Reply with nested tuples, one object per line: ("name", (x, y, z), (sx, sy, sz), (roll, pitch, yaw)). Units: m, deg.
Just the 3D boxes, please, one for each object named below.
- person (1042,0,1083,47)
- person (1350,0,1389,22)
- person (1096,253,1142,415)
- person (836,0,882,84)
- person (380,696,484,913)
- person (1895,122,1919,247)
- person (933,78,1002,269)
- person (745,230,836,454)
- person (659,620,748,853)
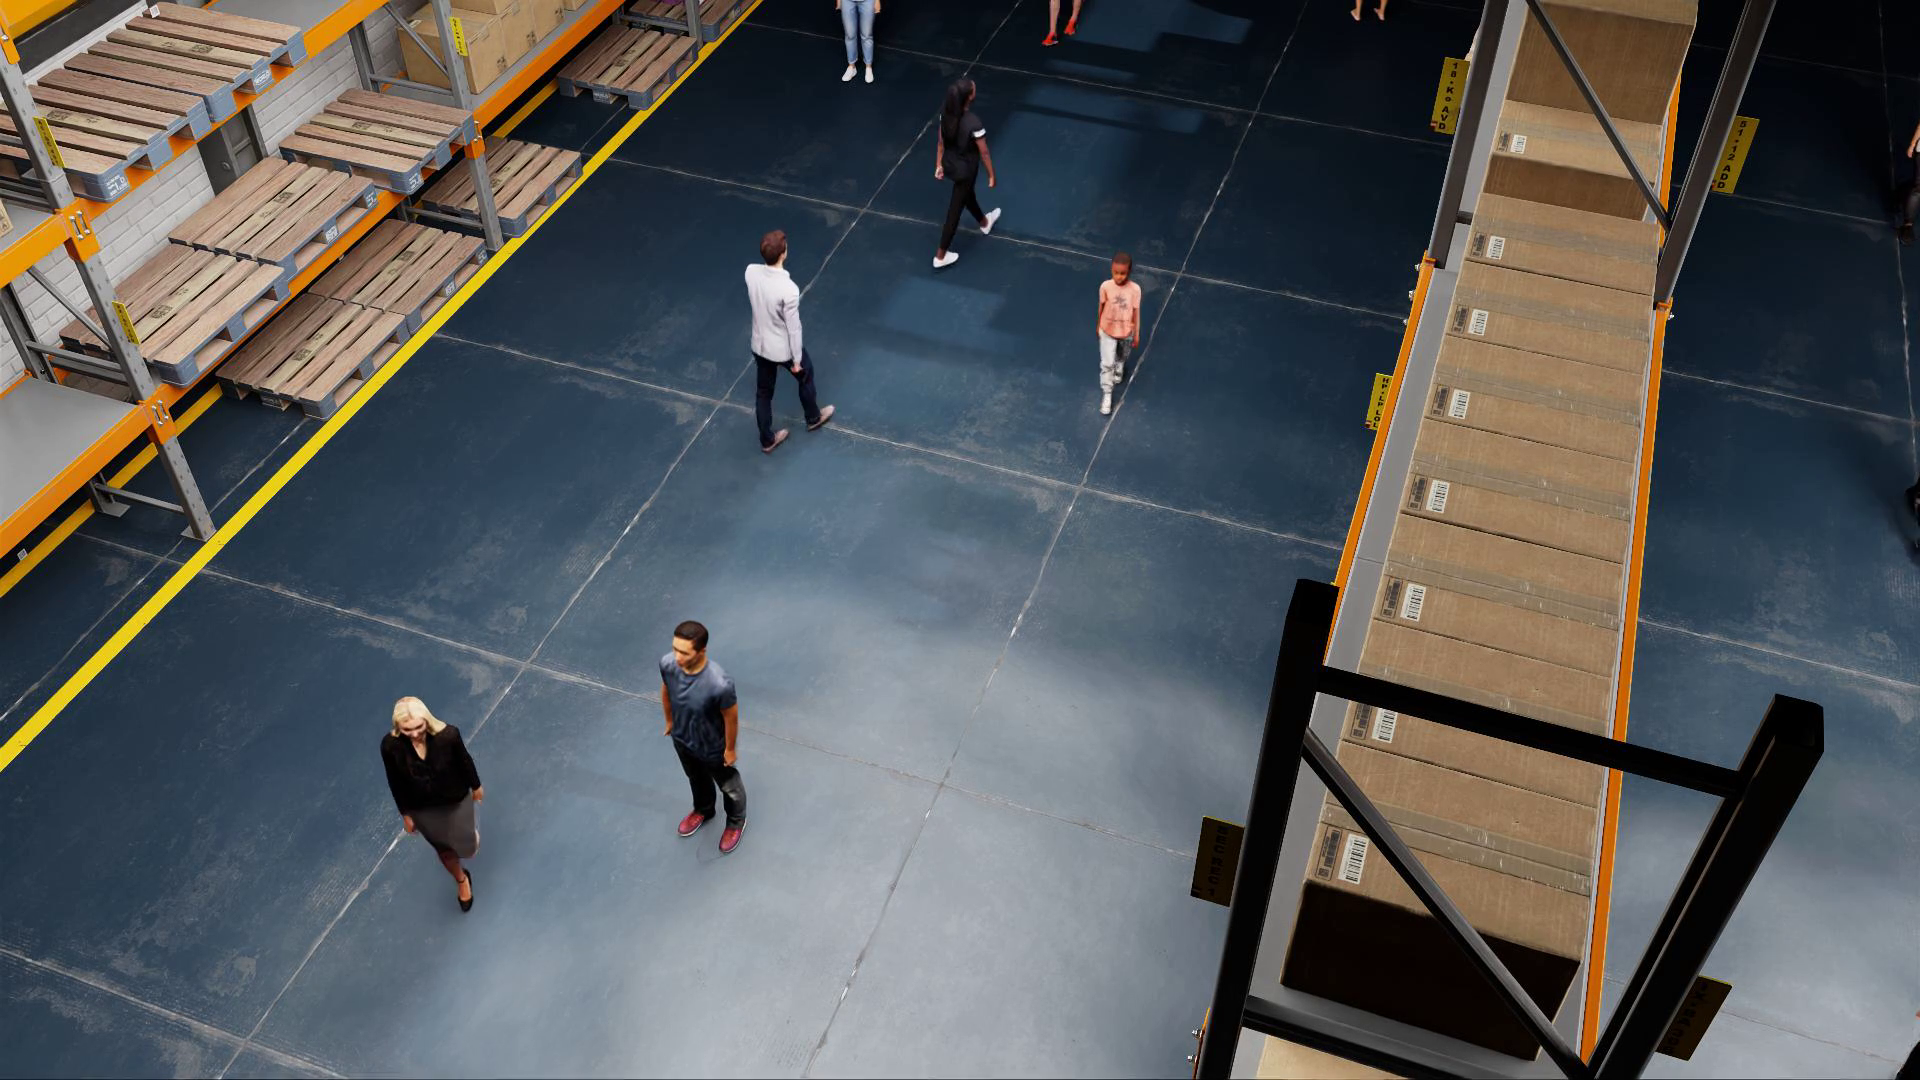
("person", (1.182, -6.099, 17.230), (0.686, 1.824, 0.993), (15, 46, 15))
("person", (4.432, -6.335, 17.547), (0.643, 1.730, 0.613), (-1, 44, -1))
("person", (1.243, -1.697, 12.995), (0.606, 1.293, 0.920), (7, 44, 7))
("person", (-1.016, -5.404, 16.571), (0.673, 1.726, 0.616), (5, 44, 6))
("person", (-2.918, 1.412, 9.346), (0.801, 1.824, 0.895), (-7, 44, -7))
("person", (8.587, -3.489, 14.586), (0.762, 1.693, 1.094), (6, 44, 6))
("person", (-0.047, -3.089, 14.169), (0.957, 1.689, 1.224), (34, 53, 30))
("person", (-1.422, -1.400, 12.298), (0.800, 1.823, 0.992), (24, 49, 23))
("person", (-1.484, 1.120, 9.663), (0.672, 1.810, 0.578), (20, 47, 19))
